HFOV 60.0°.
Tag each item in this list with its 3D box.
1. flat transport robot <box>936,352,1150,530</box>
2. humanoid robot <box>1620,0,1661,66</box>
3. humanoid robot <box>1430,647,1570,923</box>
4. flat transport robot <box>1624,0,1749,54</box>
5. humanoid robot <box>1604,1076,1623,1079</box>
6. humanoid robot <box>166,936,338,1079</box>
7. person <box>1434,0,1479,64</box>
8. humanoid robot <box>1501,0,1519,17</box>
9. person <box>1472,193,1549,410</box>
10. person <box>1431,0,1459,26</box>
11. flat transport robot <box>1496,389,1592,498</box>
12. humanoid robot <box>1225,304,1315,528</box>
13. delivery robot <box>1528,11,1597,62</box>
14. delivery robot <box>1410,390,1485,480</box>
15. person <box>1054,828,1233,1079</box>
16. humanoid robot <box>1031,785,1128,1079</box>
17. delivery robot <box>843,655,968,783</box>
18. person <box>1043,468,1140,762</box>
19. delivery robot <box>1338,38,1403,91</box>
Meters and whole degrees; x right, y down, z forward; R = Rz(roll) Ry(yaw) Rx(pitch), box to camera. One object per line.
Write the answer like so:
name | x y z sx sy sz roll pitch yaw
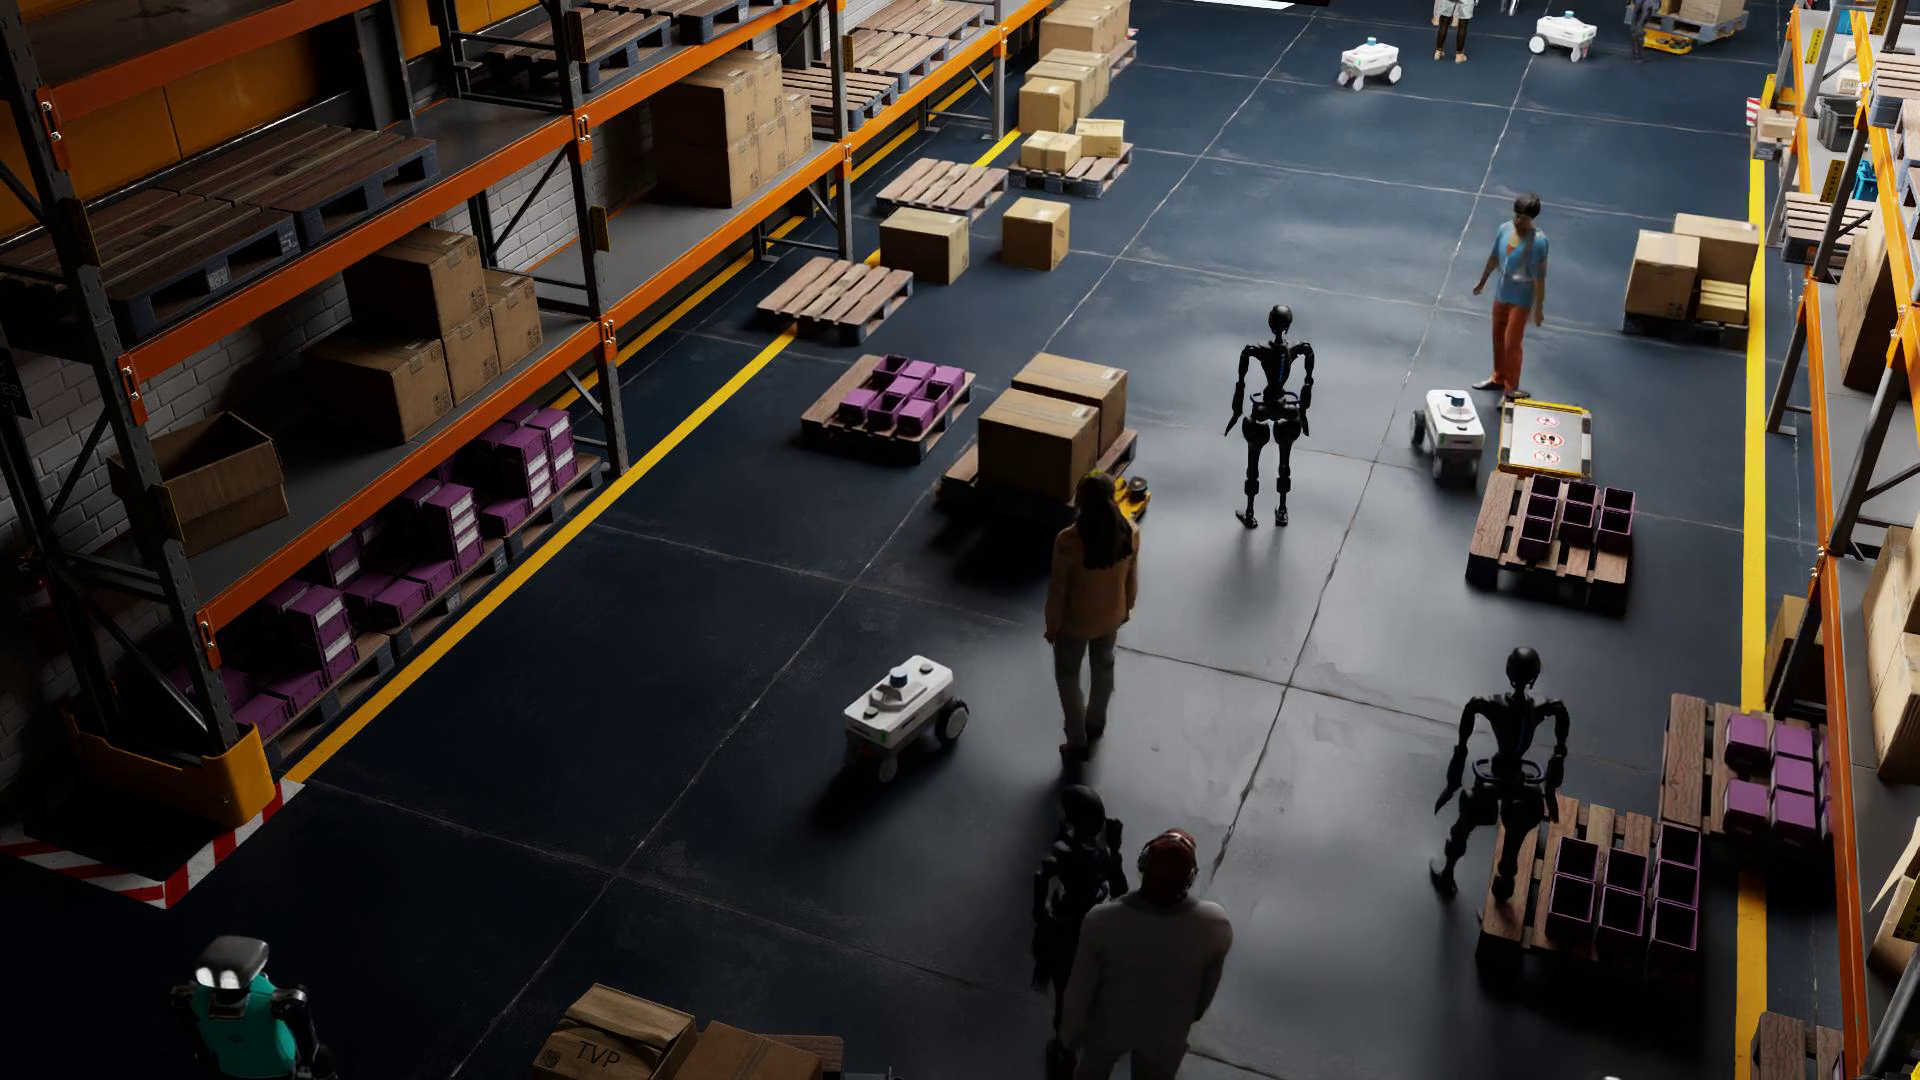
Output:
flat transport robot | 0.606 -0.360 12.149 1.431 0.231 0.659 15 36 22
humanoid robot | 8.599 -6.820 20.842 0.307 1.645 0.610 -9 34 -14
humanoid robot | 2.723 1.244 8.375 0.616 1.637 0.600 1 33 2
flat transport robot | 9.562 -6.693 21.949 1.431 0.231 0.659 -26 41 -35
humanoid robot | 2.067 2.573 6.300 1.033 1.762 0.538 21 38 29
humanoid robot | -2.766 2.166 6.904 0.544 1.737 1.032 1 33 1
person | 6.286 -6.862 20.902 0.535 1.691 0.319 20 38 28
humanoid robot | 7.613 -8.014 22.683 0.546 1.816 0.805 27 42 35
person | 4.376 -1.935 13.213 0.356 1.759 0.736 -14 35 -20
person | 6.621 -7.805 22.281 0.463 1.775 0.323 10 34 15
flat transport robot | 4.457 -0.713 12.695 0.659 0.231 1.431 10 34 15
humanoid robot | 2.168 -0.869 11.626 0.599 1.657 0.315 -2 33 -4
delivery robot | 7.762 -6.492 21.364 0.520 0.581 0.750 -27 41 -35
delivery robot | 3.740 -0.849 12.657 0.499 0.611 0.792 2 33 3
person | 0.738 1.942 7.130 0.718 1.851 0.895 -2 33 -3
humanoid robot | 0.544 1.753 7.582 0.600 1.652 0.342 -26 41 -34
delivery robot | -0.340 1.005 9.785 0.499 0.608 0.799 22 39 30
person | 0.742 0.413 9.485 0.566 1.874 0.513 -13 35 -19
delivery robot | 5.028 -5.841 20.386 0.815 0.614 0.499 -20 38 -28
